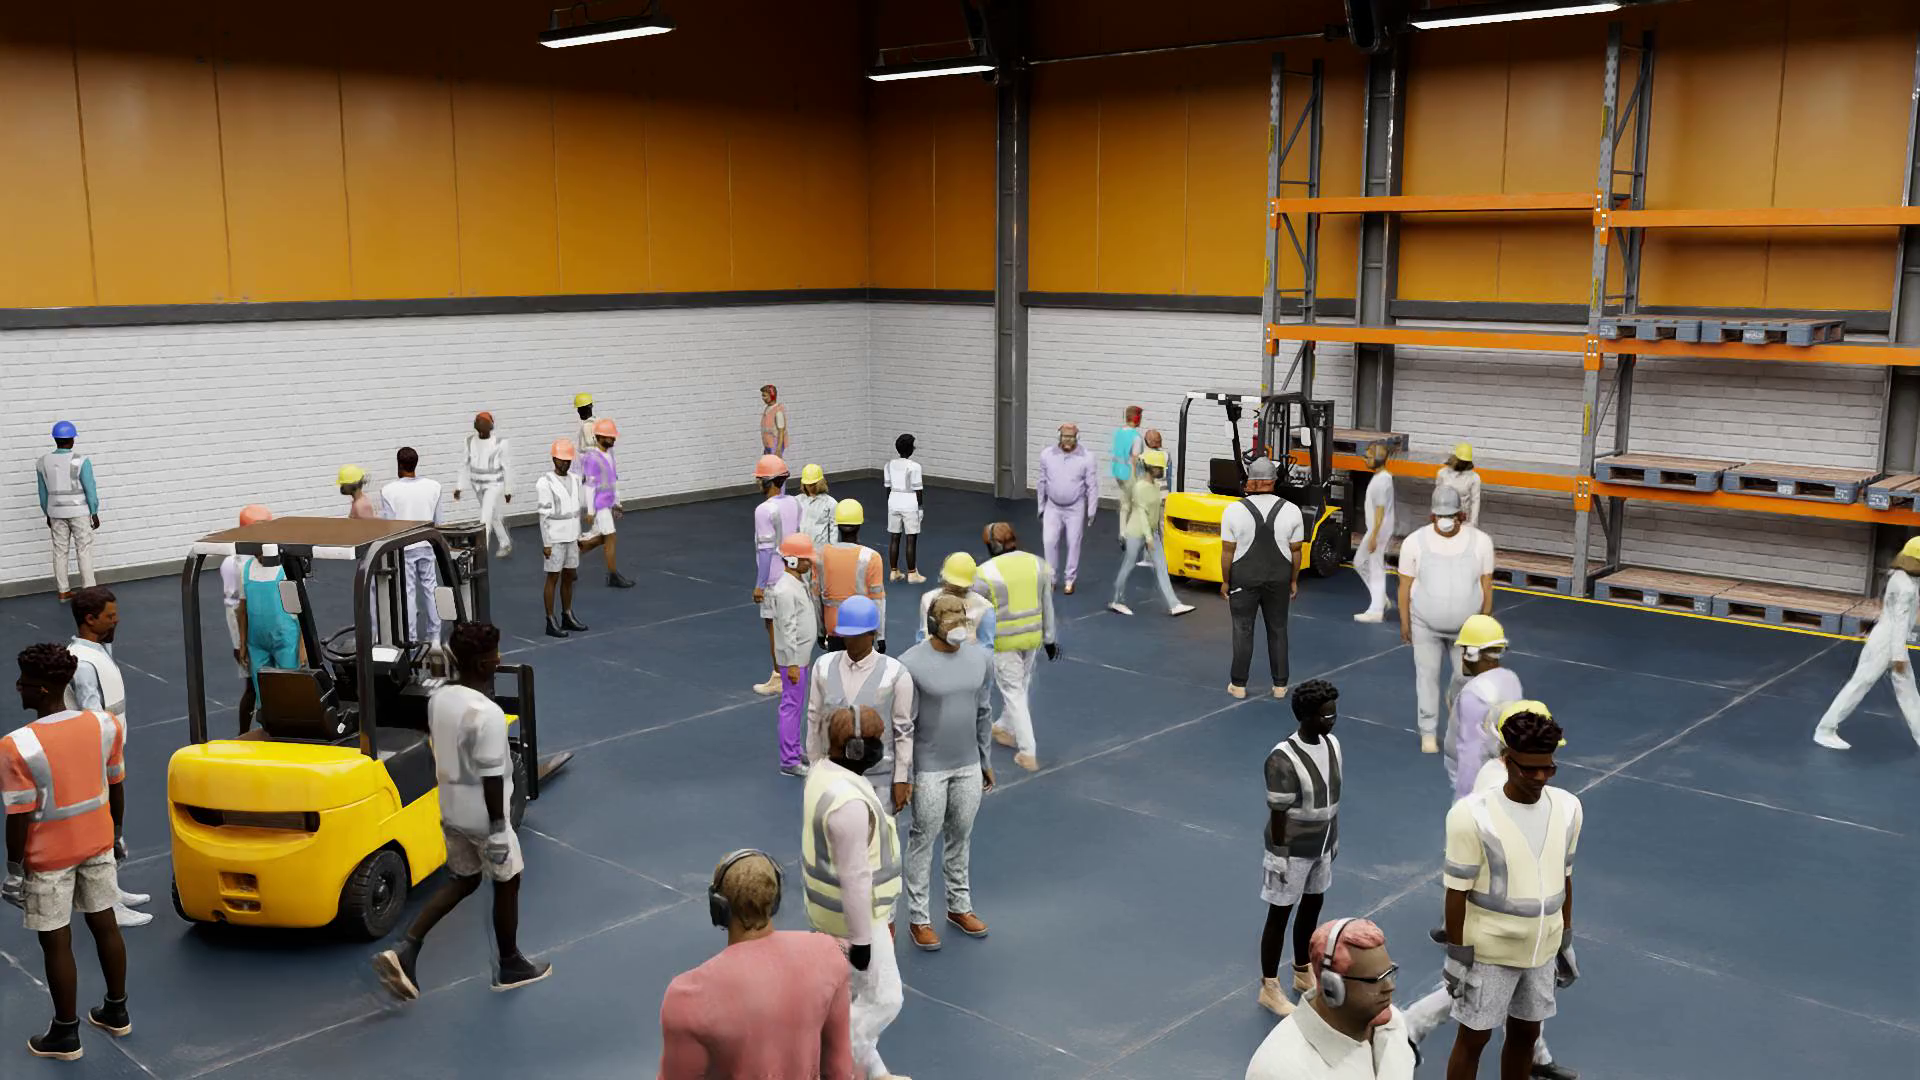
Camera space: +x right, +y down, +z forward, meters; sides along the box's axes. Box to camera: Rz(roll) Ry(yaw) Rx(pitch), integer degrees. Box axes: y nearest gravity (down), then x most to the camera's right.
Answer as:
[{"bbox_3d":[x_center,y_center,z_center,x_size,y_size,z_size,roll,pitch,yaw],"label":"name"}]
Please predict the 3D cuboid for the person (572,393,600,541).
[{"bbox_3d":[-4.792,-0.948,21.495,0.382,1.917,0.585,-1,10,-3],"label":"person"}]

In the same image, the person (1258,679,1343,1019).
[{"bbox_3d":[1.688,1.502,8.191,0.534,1.694,0.320,-9,13,-41],"label":"person"}]

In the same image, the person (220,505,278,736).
[{"bbox_3d":[-5.125,0.682,12.241,0.463,1.918,0.548,6,12,33],"label":"person"}]

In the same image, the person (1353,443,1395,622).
[{"bbox_3d":[4.156,-0.068,16.712,0.400,1.835,0.537,2,10,11],"label":"person"}]

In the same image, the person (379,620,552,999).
[{"bbox_3d":[-2.490,1.363,8.296,0.777,1.946,0.610,-10,14,-44],"label":"person"}]

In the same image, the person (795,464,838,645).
[{"bbox_3d":[-1.398,0.133,15.851,0.485,1.740,0.304,3,10,14],"label":"person"}]

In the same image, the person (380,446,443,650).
[{"bbox_3d":[-5.135,0.079,15.638,0.590,1.922,0.391,-10,14,-44],"label":"person"}]

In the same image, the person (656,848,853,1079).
[{"bbox_3d":[-0.711,1.888,5.322,0.655,1.921,0.668,-8,13,-39],"label":"person"}]

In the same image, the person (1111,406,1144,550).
[{"bbox_3d":[2.120,-0.759,20.703,0.444,1.820,0.560,-5,11,-27],"label":"person"}]

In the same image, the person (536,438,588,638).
[{"bbox_3d":[-3.859,-0.030,16.215,0.376,1.934,0.547,6,11,29],"label":"person"}]

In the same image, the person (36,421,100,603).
[{"bbox_3d":[-9.456,-0.294,17.683,0.605,1.948,0.388,0,10,1],"label":"person"}]

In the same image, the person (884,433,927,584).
[{"bbox_3d":[-0.616,-0.352,18.729,0.537,1.696,0.318,8,13,37],"label":"person"}]

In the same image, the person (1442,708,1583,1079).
[{"bbox_3d":[2.223,1.626,6.699,0.614,1.962,0.365,-3,10,-17],"label":"person"}]

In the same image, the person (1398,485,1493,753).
[{"bbox_3d":[3.635,0.570,12.501,0.700,2.000,0.615,2,10,12],"label":"person"}]

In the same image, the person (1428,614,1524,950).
[{"bbox_3d":[2.807,1.302,8.989,0.417,1.811,0.622,8,13,38],"label":"person"}]

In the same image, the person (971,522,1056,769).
[{"bbox_3d":[0.318,0.744,12.229,0.653,1.789,0.841,-7,12,-35],"label":"person"}]

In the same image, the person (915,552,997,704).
[{"bbox_3d":[-0.067,0.933,11.183,0.704,1.791,0.469,7,12,34],"label":"person"}]

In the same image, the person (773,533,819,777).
[{"bbox_3d":[-1.165,0.812,11.938,0.330,1.750,0.563,0,10,1],"label":"person"}]

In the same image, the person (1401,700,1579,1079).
[{"bbox_3d":[2.367,1.582,7.446,0.810,1.804,0.594,3,10,15],"label":"person"}]

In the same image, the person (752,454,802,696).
[{"bbox_3d":[-1.576,0.295,14.058,0.383,2.041,0.616,4,11,23],"label":"person"}]

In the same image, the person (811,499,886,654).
[{"bbox_3d":[-0.814,0.651,12.350,0.590,1.930,0.354,4,11,22],"label":"person"}]

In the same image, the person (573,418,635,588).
[{"bbox_3d":[-4.052,-0.409,18.454,0.804,1.911,0.563,1,10,8],"label":"person"}]

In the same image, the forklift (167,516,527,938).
[{"bbox_3d":[-3.583,0.976,9.748,1.214,2.155,2.313,2,10,11],"label":"forklift"}]

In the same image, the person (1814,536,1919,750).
[{"bbox_3d":[6.898,0.784,12.315,0.969,1.678,0.488,6,12,30],"label":"person"}]

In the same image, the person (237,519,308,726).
[{"bbox_3d":[-4.951,0.756,11.996,0.516,1.843,0.327,1,10,6],"label":"person"}]

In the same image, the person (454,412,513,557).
[{"bbox_3d":[-5.677,-0.636,19.997,0.583,1.835,1.028,4,11,20],"label":"person"}]

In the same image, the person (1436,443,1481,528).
[{"bbox_3d":[5.357,-0.220,17.946,0.517,1.692,0.531,6,12,31],"label":"person"}]

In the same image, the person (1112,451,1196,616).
[{"bbox_3d":[1.951,-0.050,16.957,0.942,1.712,0.534,8,13,37],"label":"person"}]

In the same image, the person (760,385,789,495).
[{"bbox_3d":[-2.649,-1.297,23.707,0.390,1.838,0.563,-5,11,-26],"label":"person"}]

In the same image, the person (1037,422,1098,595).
[{"bbox_3d":[1.144,-0.325,17.999,0.681,1.891,0.608,2,10,12],"label":"person"}]

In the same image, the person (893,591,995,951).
[{"bbox_3d":[-0.077,1.232,9.018,0.632,1.940,0.372,-7,12,-33],"label":"person"}]

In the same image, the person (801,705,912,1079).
[{"bbox_3d":[-0.443,1.604,7.217,0.483,1.825,0.642,-3,10,-14],"label":"person"}]

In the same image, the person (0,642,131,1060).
[{"bbox_3d":[-4.180,1.437,7.770,0.361,1.965,0.613,5,11,26],"label":"person"}]

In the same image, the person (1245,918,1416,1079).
[{"bbox_3d":[1.090,1.995,4.757,0.642,1.913,0.408,-9,14,-43],"label":"person"}]

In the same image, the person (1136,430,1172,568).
[{"bbox_3d":[2.292,-0.490,19.682,0.514,1.637,0.315,-6,12,-31],"label":"person"}]

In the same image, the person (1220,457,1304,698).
[{"bbox_3d":[2.512,0.307,13.994,0.684,2.000,0.535,0,10,1],"label":"person"}]

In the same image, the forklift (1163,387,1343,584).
[{"bbox_3d":[3.298,-0.608,18.767,1.214,2.155,2.313,9,13,42],"label":"forklift"}]

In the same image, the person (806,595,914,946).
[{"bbox_3d":[-0.541,1.243,8.929,0.605,1.948,0.384,3,10,18],"label":"person"}]

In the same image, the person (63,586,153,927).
[{"bbox_3d":[-4.798,1.199,9.270,0.391,1.918,0.593,-5,11,-26],"label":"person"}]
